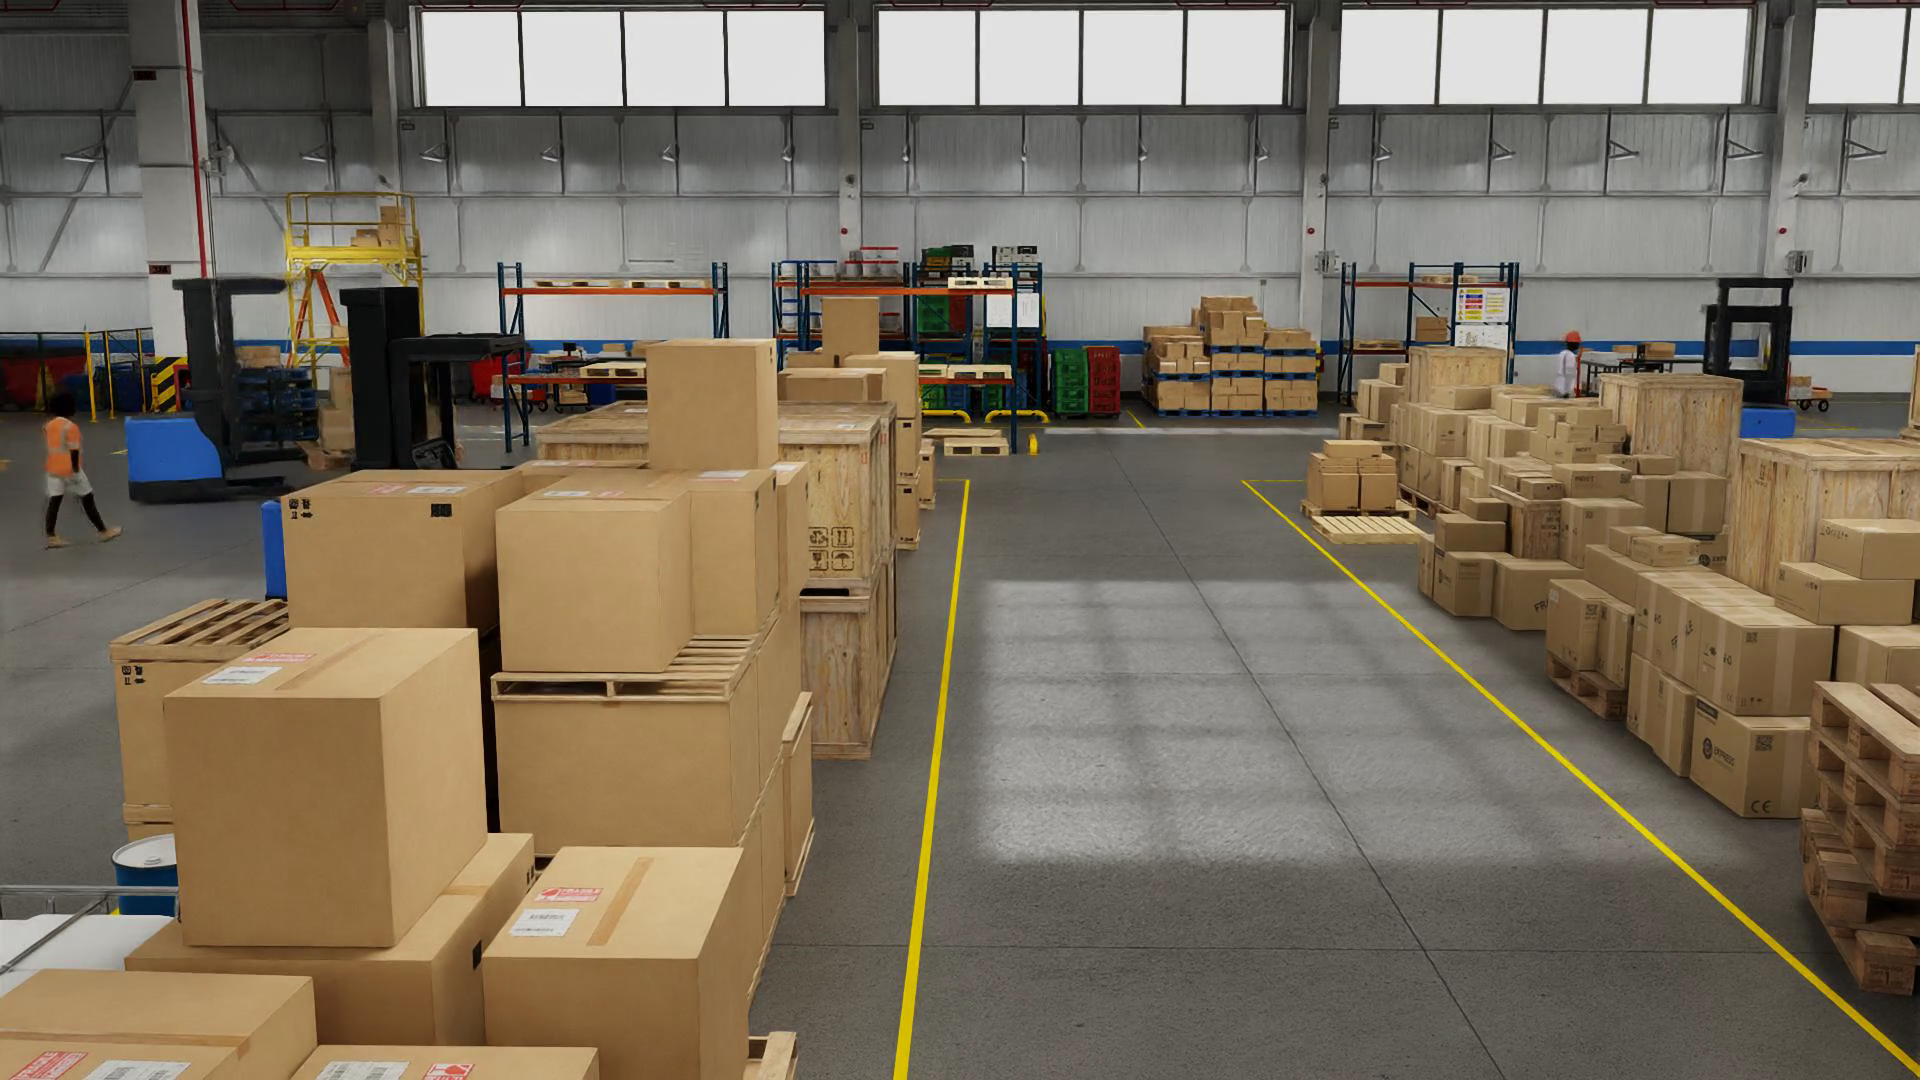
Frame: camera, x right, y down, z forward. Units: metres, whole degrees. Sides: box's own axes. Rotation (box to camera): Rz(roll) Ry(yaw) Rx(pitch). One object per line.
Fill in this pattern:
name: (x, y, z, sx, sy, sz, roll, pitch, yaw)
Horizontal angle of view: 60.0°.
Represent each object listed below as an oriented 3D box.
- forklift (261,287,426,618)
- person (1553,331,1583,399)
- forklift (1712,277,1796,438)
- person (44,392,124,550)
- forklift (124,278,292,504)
forklift: (-4.769, -0.711, 13.897, 1.873, 2.768, 1.129, 0, 9, 1)
person: (10.207, -2.546, 27.860, 0.983, 1.885, 0.567, 0, 9, -2)
forklift: (10.850, -2.217, 22.918, 1.129, 2.768, 1.873, 3, 10, 17)
person: (-9.458, -0.751, 17.790, 0.538, 1.659, 0.836, 5, 11, 26)
forklift: (-9.704, -1.946, 21.293, 1.873, 2.768, 1.129, -5, 11, -27)
